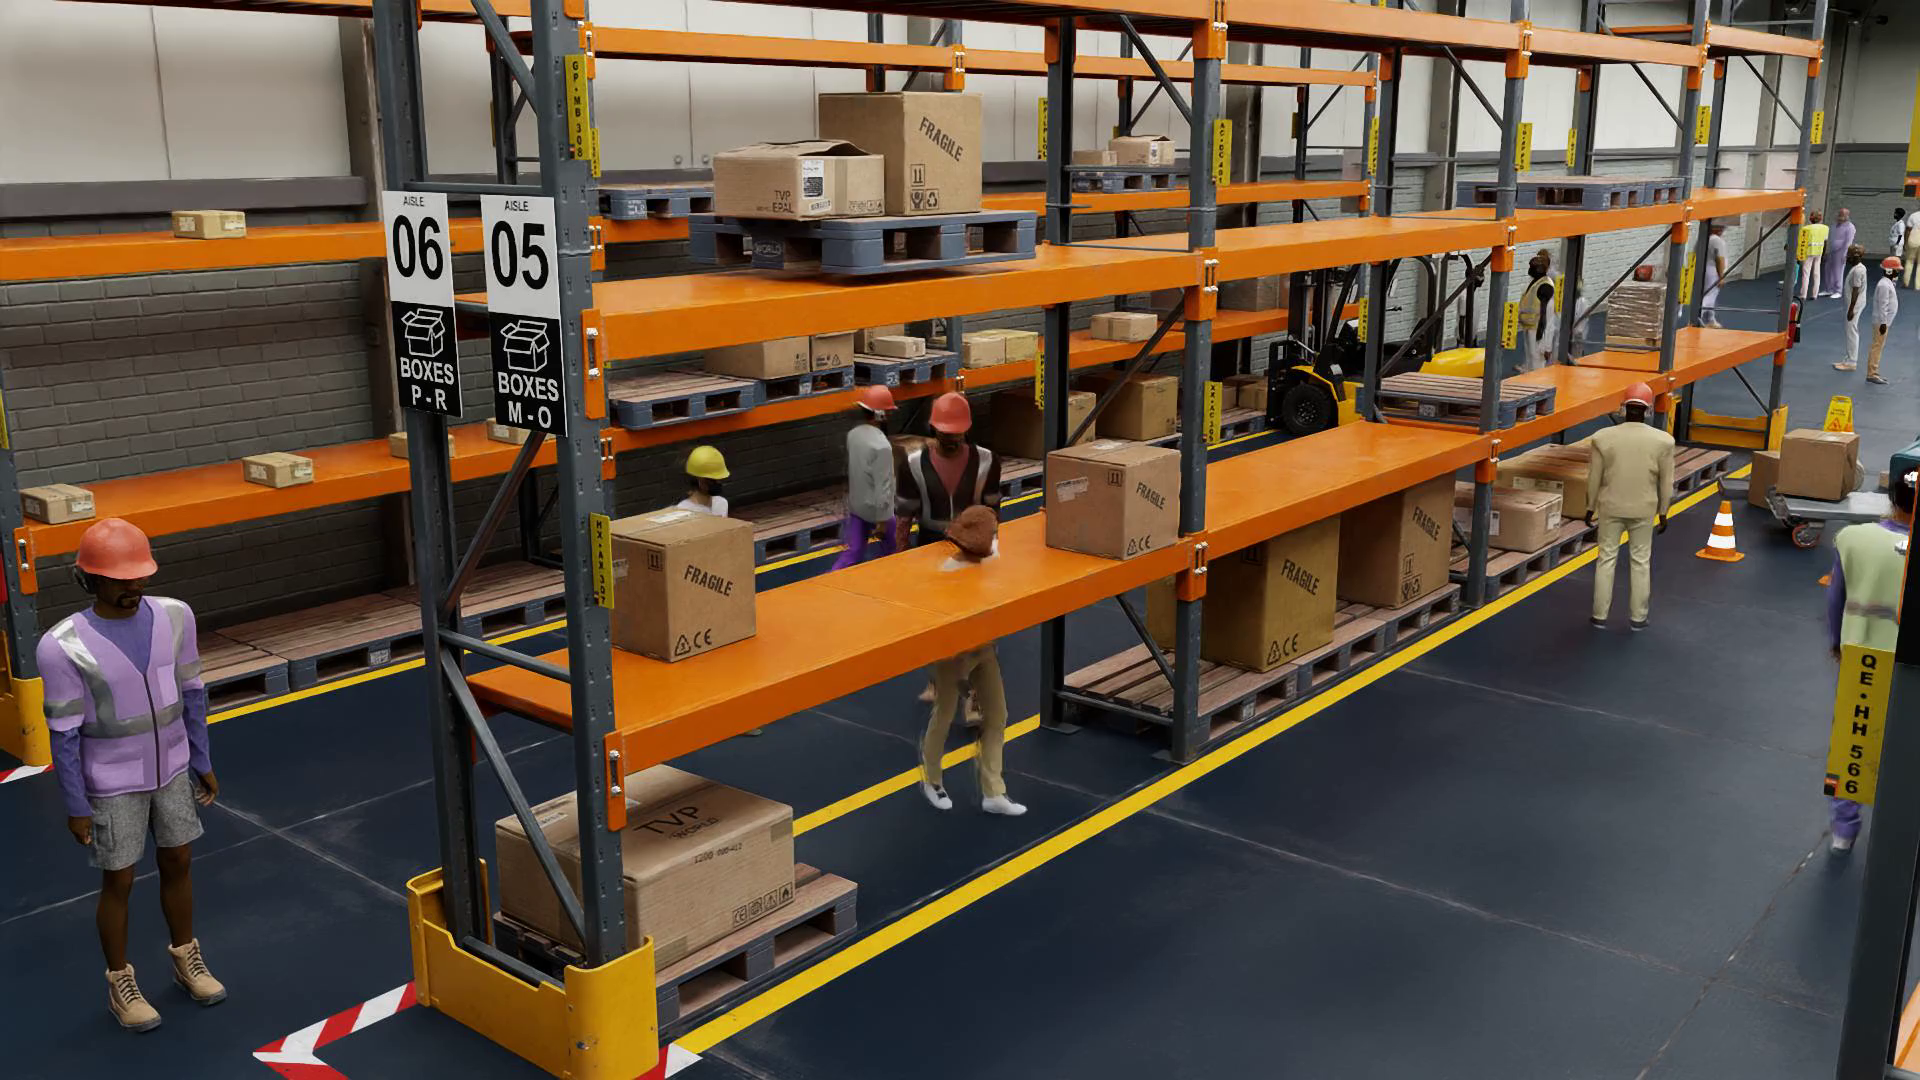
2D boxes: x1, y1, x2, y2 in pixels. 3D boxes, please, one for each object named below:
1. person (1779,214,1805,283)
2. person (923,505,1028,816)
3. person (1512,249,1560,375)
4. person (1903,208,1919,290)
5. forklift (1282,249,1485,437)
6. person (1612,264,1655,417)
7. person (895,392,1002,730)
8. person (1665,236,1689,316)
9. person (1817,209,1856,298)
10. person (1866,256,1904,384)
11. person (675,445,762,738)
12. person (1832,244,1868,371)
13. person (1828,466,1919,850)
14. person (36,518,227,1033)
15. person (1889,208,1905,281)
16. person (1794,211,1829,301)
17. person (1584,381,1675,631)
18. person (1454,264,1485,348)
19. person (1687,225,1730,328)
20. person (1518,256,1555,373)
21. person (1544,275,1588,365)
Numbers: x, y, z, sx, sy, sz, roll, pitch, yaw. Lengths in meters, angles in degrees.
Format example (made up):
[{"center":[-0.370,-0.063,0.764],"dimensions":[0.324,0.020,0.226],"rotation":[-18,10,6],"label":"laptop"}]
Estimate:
[{"center":[19.169,-6.855,38.231],"dimensions":[0.590,1.918,0.389],"rotation":[-11,17,-37],"label":"person"},{"center":[0.063,0.614,8.423],"dimensions":[0.544,1.608,0.663],"rotation":[-13,19,-42],"label":"person"},{"center":[8.287,-3.255,23.834],"dimensions":[0.981,1.788,0.540],"rotation":[-8,16,-29],"label":"person"},{"center":[21.379,-6.612,36.989],"dimensions":[0.701,2.000,0.862],"rotation":[7,16,28],"label":"person"},{"center":[4.886,-2.214,18.767],"dimensions":[2.313,2.155,1.214],"rotation":[11,18,38],"label":"forklift"},{"center":[8.308,-2.411,20.249],"dimensions":[0.483,1.873,0.581],"rotation":[8,16,30],"label":"person"},{"center":[-0.064,0.107,9.793],"dimensions":[0.637,1.987,0.872],"rotation":[0,14,-1],"label":"person"},{"center":[13.489,-5.139,31.344],"dimensions":[0.513,1.872,0.331],"rotation":[-10,17,-35],"label":"person"},{"center":[18.409,-5.996,34.844],"dimensions":[0.452,1.868,0.694],"rotation":[-3,14,-11],"label":"person"},{"center":[12.823,-3.050,23.075],"dimensions":[0.321,1.754,0.563],"rotation":[8,16,28],"label":"person"},{"center":[-1.587,0.276,9.605],"dimensions":[0.868,1.723,0.532],"rotation":[8,16,29],"label":"person"},{"center":[13.045,-3.395,24.324],"dimensions":[0.350,1.837,0.502],"rotation":[6,15,23],"label":"person"},{"center":[4.582,0.548,8.207],"dimensions":[0.593,1.864,0.986],"rotation":[10,17,35],"label":"person"},{"center":[-3.163,0.903,6.423],"dimensions":[0.411,2.035,0.601],"rotation":[9,16,32],"label":"person"},{"center":[21.914,-6.918,38.942],"dimensions":[0.320,1.698,0.531],"rotation":[4,14,18],"label":"person"},{"center":[17.585,-5.858,34.323],"dimensions":[0.564,1.846,0.390],"rotation":[-1,14,-4],"label":"person"},{"center":[4.669,-0.238,11.635],"dimensions":[0.573,1.746,0.346],"rotation":[5,15,19],"label":"person"},{"center":[6.251,-2.457,20.461],"dimensions":[0.328,1.861,0.502],"rotation":[9,16,32],"label":"person"},{"center":[13.165,-4.709,29.243],"dimensions":[0.926,2.000,0.704],"rotation":[-3,14,-10],"label":"person"},{"center":[7.563,-2.807,21.907],"dimensions":[0.429,1.842,0.637],"rotation":[1,14,3],"label":"person"},{"center":[7.337,-2.364,20.183],"dimensions":[0.615,1.802,0.561],"rotation":[-5,15,-18],"label":"person"}]
